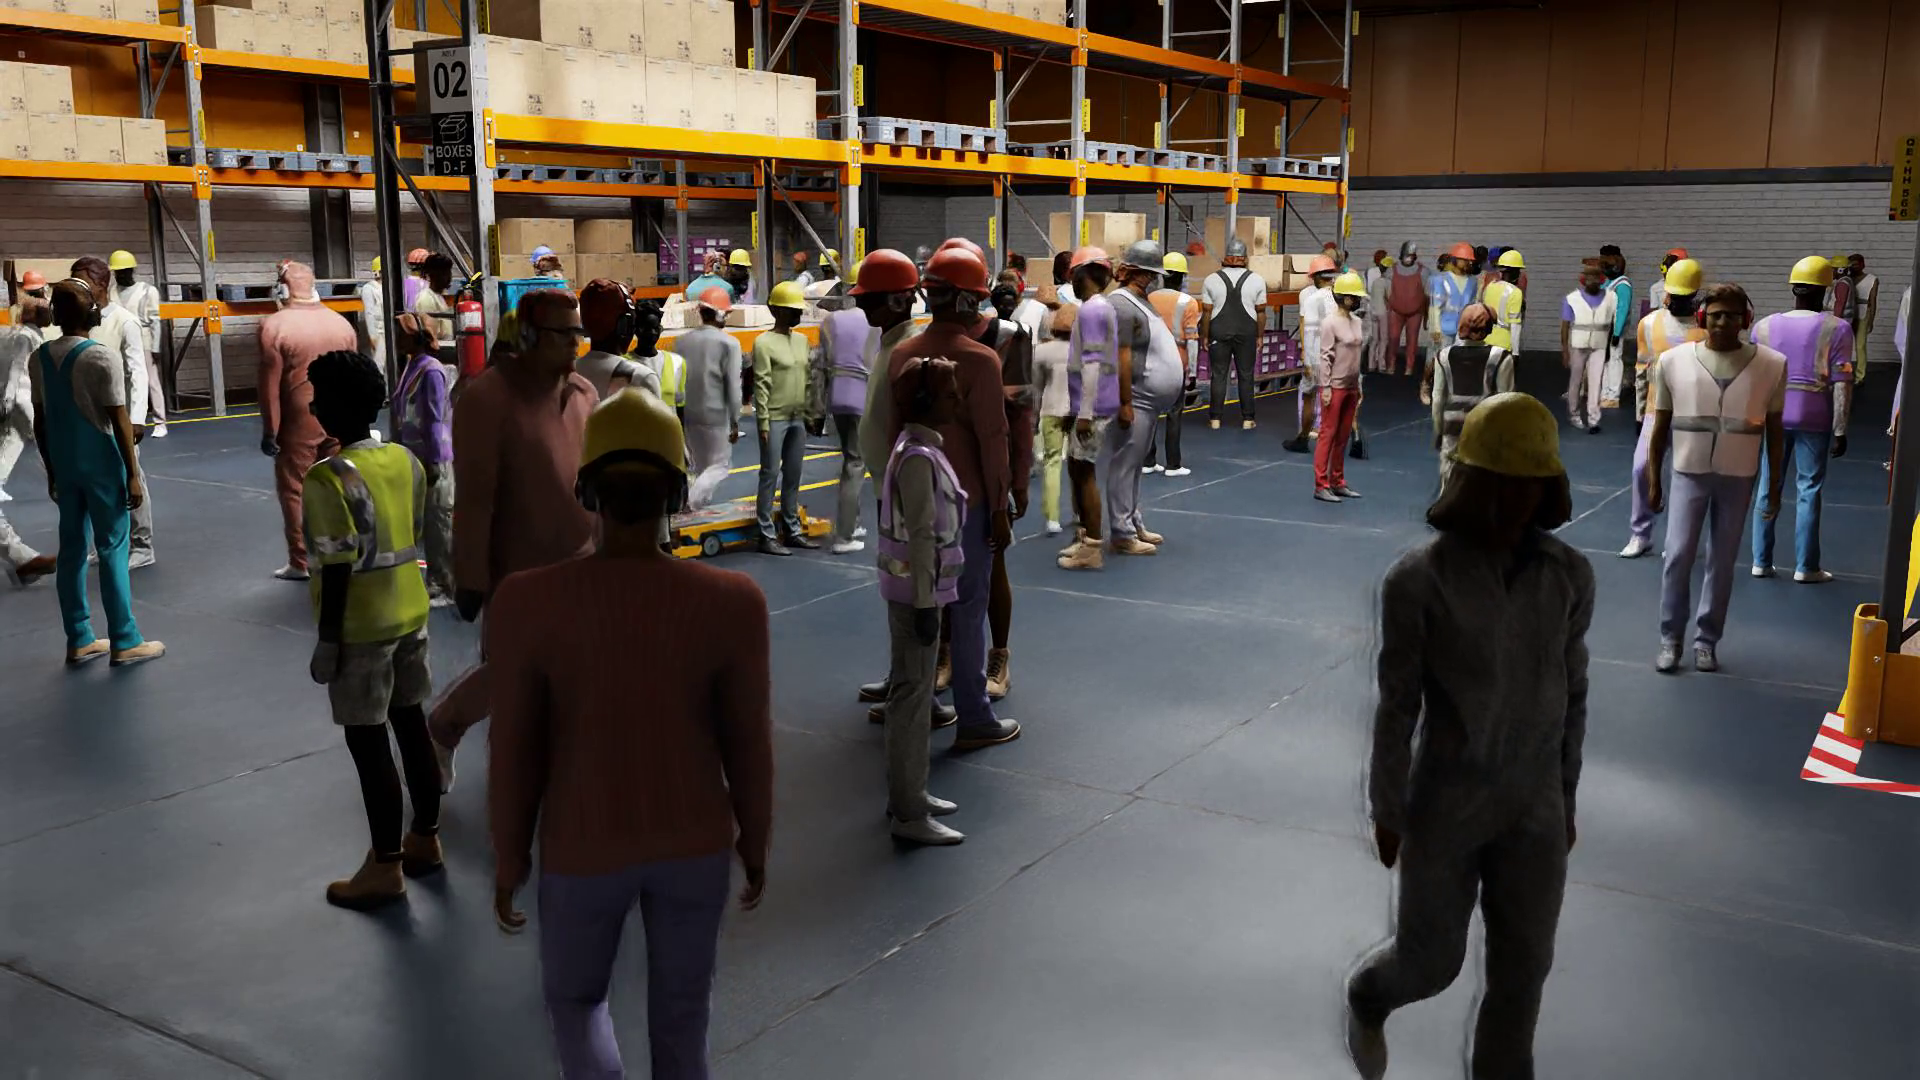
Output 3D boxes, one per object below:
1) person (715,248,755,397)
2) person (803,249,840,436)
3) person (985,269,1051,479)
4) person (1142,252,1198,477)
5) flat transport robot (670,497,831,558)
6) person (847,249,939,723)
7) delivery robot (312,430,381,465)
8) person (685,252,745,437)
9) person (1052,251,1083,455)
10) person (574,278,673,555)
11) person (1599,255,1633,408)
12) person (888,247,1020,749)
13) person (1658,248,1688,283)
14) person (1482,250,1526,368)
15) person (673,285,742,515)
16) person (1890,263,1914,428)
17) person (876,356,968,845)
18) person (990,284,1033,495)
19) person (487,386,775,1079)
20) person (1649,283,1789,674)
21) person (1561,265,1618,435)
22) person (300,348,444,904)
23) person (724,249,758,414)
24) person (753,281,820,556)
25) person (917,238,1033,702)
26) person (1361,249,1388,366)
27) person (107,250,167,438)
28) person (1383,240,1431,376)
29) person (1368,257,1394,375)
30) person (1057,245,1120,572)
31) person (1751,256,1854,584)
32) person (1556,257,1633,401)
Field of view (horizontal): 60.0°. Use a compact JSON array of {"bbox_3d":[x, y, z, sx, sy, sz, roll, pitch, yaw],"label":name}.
[{"bbox_3d":[-2.911,-2.748,21.225,0.701,1.925,0.622,-6,12,-31],"label":"person"},{"bbox_3d":[-1.334,-2.038,17.231,0.585,1.929,0.370,-2,10,-10],"label":"person"},{"bbox_3d":[0.462,-1.333,13.750,0.591,1.777,0.910,6,12,30],"label":"person"},{"bbox_3d":[1.795,-1.503,14.316,0.581,1.919,0.396,8,13,36],"label":"person"},{"bbox_3d":[-1.601,-0.093,11.051,0.652,0.197,1.431,9,14,42],"label":"flat transport robot"},{"bbox_3d":[-0.273,-0.230,7.066,0.405,1.985,0.618,-2,10,-12],"label":"person"},{"bbox_3d":[-5.112,-0.774,13.777,0.477,0.478,0.707,2,10,11],"label":"delivery robot"},{"bbox_3d":[-2.502,-1.998,17.084,0.652,1.902,0.402,7,12,34],"label":"person"},{"bbox_3d":[1.030,-1.750,15.667,0.399,1.920,0.590,3,11,18],"label":"person"},{"bbox_3d":[-1.335,-0.053,6.382,0.575,1.880,0.359,7,12,34],"label":"person"},{"bbox_3d":[7.882,-2.521,20.153,0.429,1.845,0.621,1,10,6],"label":"person"},{"bbox_3d":[-0.027,-0.163,6.670,0.609,1.993,0.382,9,14,42],"label":"person"},{"bbox_3d":[8.237,-2.411,19.312,0.387,1.929,0.544,3,11,14],"label":"person"},{"bbox_3d":[5.554,-1.992,17.025,0.397,1.919,0.581,-3,11,-18],"label":"person"},{"bbox_3d":[-1.746,-0.841,11.183,0.574,1.727,0.668,6,12,32],"label":"person"},{"bbox_3d":[10.121,-2.067,17.664,0.348,1.836,0.517,6,12,30],"label":"person"},{"bbox_3d":[-0.129,0.197,5.650,0.314,1.640,0.516,0,10,-2],"label":"person"},{"bbox_3d":[0.329,-1.155,13.008,0.530,1.688,0.325,-5,11,-25],"label":"person"},{"bbox_3d":[-0.614,0.586,3.176,0.546,1.750,0.420,-3,11,-15],"label":"person"},{"bbox_3d":[3.499,-0.265,7.704,0.566,1.827,0.576,3,11,18],"label":"person"},{"bbox_3d":[6.600,-2.002,17.516,0.568,1.759,1.051,1,10,8],"label":"person"},{"bbox_3d":[-1.815,0.265,5.109,0.317,1.697,0.540,2,10,11],"label":"person"},{"bbox_3d":[-2.584,-2.434,19.474,0.399,1.919,0.582,10,14,44],"label":"person"},{"bbox_3d":[-1.122,-0.780,10.734,0.341,1.760,0.525,7,12,33],"label":"person"},{"bbox_3d":[0.014,-0.299,7.324,0.611,2.032,0.411,4,11,21],"label":"person"},{"bbox_3d":[6.726,-3.732,26.776,0.442,1.871,0.590,-9,13,-40],"label":"person"},{"bbox_3d":[-8.470,-1.992,17.021,0.592,1.916,0.416,1,10,3],"label":"person"},{"bbox_3d":[6.648,-3.448,24.737,0.702,2.000,0.578,3,11,15],"label":"person"},{"bbox_3d":[6.405,-3.384,25.146,0.328,1.765,0.532,-4,11,-21],"label":"person"},{"bbox_3d":[0.795,-0.829,10.339,0.403,2.012,0.644,1,10,6],"label":"person"},{"bbox_3d":[4.961,-0.705,9.850,0.364,1.928,0.586,-9,14,-42],"label":"person"},{"bbox_3d":[8.012,-2.635,20.863,0.834,1.812,0.577,8,13,37],"label":"person"}]
